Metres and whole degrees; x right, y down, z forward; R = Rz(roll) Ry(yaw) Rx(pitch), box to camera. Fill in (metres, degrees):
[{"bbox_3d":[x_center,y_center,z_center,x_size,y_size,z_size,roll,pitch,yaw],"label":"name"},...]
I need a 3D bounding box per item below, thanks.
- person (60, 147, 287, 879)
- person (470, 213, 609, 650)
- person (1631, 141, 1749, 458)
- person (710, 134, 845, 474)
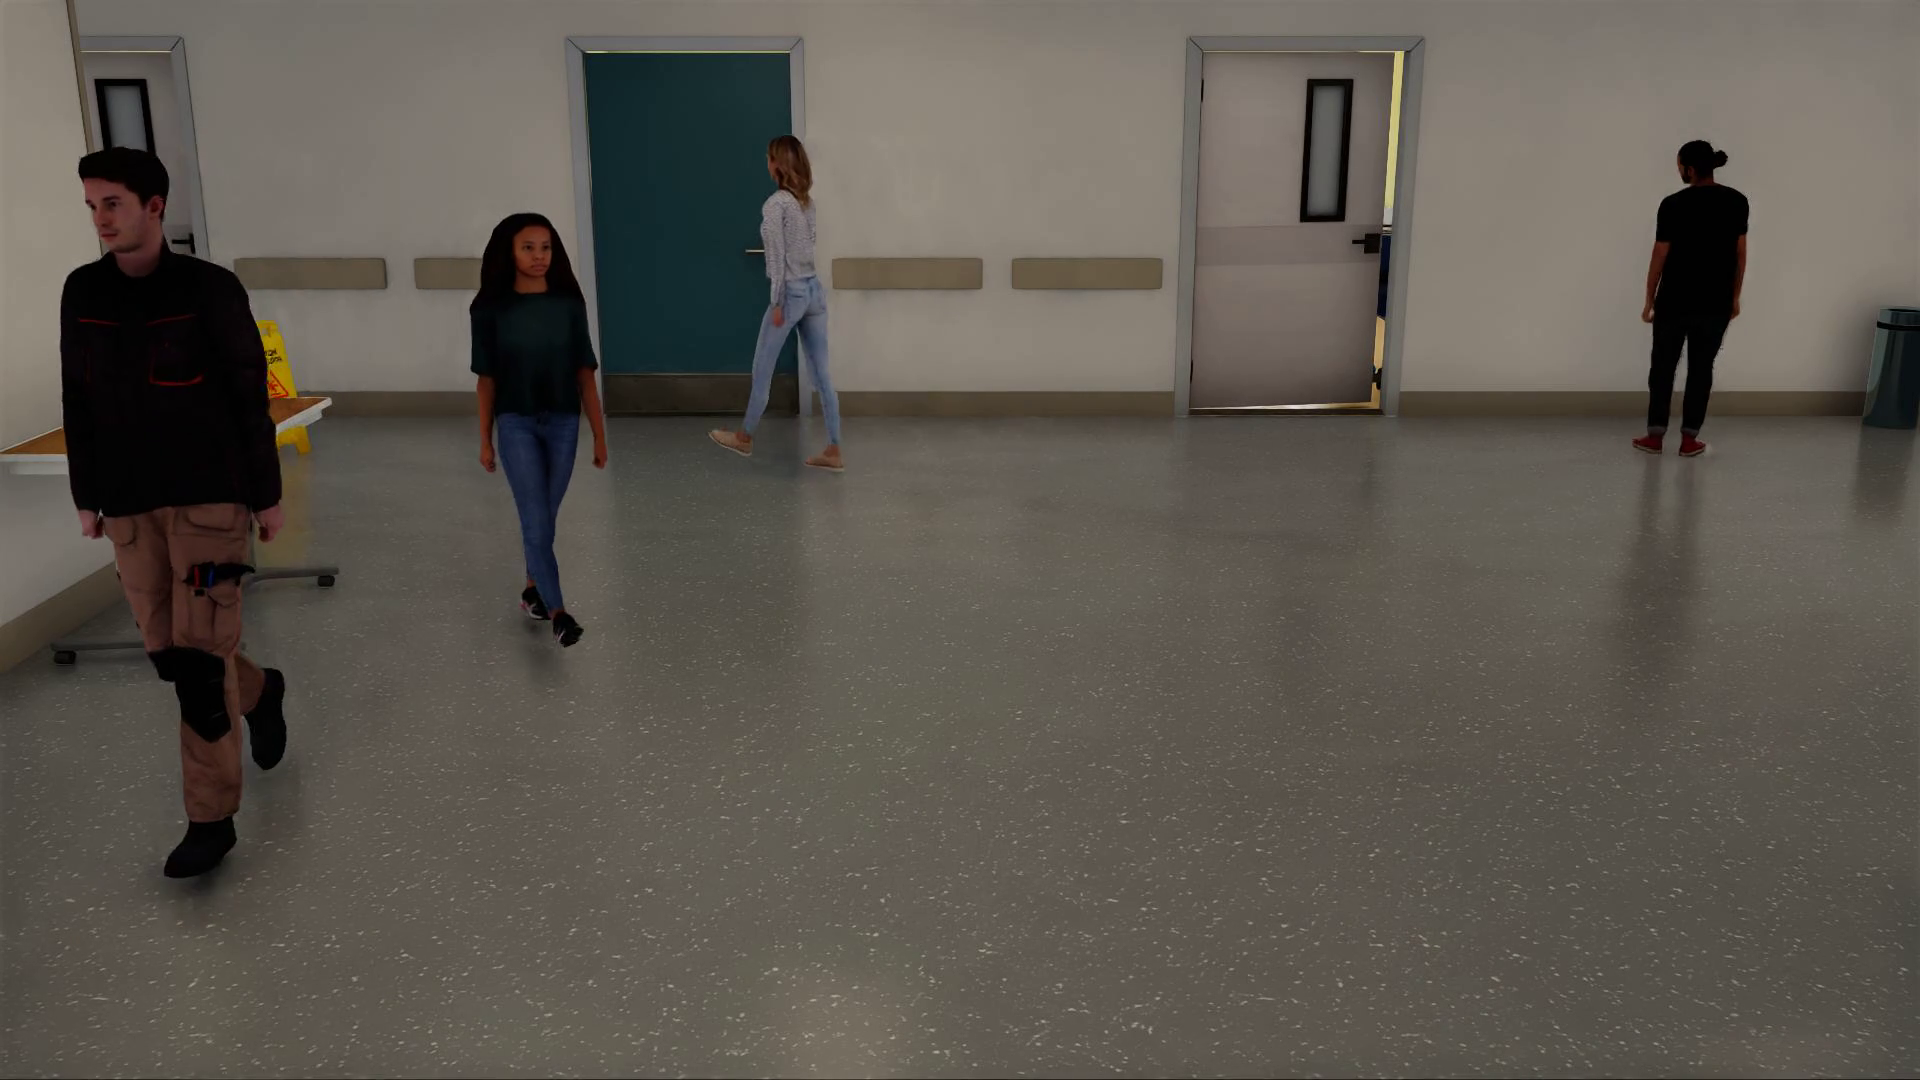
[{"bbox_3d":[-2.123,-0.099,4.608,1.083,1.895,0.760,0,16,-1],"label":"person"},{"bbox_3d":[-1.617,-0.409,6.293,1.077,1.578,0.996,-9,18,-28],"label":"person"},{"bbox_3d":[4.094,-1.333,9.268,0.575,1.741,0.768,8,18,26],"label":"person"},{"bbox_3d":[-0.800,-1.210,8.797,1.173,1.762,0.990,9,18,30],"label":"person"}]
